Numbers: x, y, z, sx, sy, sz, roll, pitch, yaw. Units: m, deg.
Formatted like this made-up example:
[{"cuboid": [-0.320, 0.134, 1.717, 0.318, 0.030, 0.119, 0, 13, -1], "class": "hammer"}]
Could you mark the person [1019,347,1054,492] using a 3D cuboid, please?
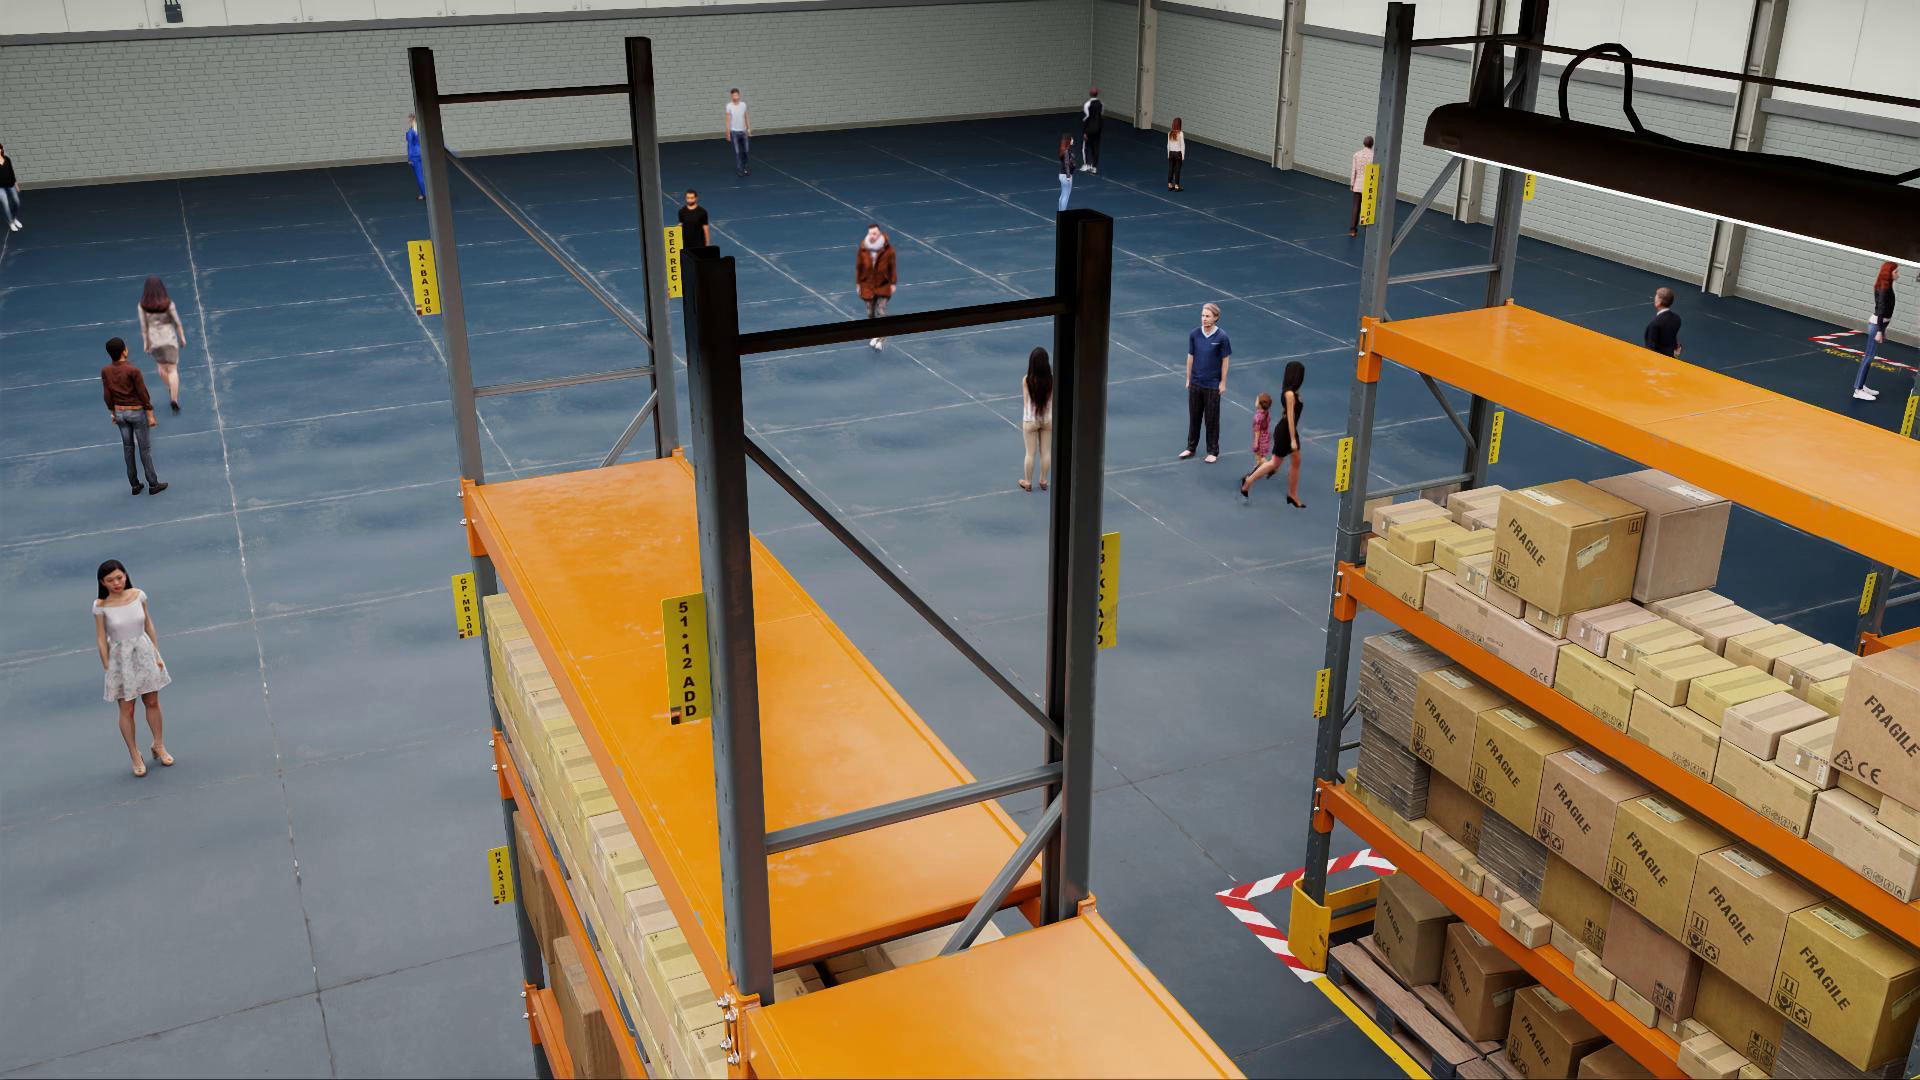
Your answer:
[{"cuboid": [0.869, -1.328, 18.418, 0.624, 1.653, 0.569, -10, 25, -23], "class": "person"}]

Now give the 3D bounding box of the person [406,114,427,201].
[{"cuboid": [-10.724, -7.622, 33.173, 0.842, 1.688, 0.776, 7, 24, 15], "class": "person"}]

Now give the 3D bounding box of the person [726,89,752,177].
[{"cuboid": [-4.728, -8.714, 35.545, 0.739, 1.843, 0.722, -6, 24, -14], "class": "person"}]

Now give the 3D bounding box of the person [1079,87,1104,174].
[{"cuboid": [2.894, -8.818, 35.828, 0.691, 1.812, 0.785, -8, 24, -19], "class": "person"}]

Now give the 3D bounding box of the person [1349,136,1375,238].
[{"cuboid": [7.357, -6.421, 30.196, 0.762, 1.808, 0.835, 9, 25, 21], "class": "person"}]

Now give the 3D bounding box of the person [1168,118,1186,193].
[{"cuboid": [4.422, -7.906, 34.100, 0.562, 1.485, 0.672, 17, 28, 34], "class": "person"}]

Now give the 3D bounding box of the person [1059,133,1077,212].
[{"cuboid": [2.014, -6.874, 31.483, 0.781, 1.634, 0.627, -2, 23, -4], "class": "person"}]

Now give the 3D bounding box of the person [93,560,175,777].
[{"cuboid": [-6.392, 0.975, 12.848, 0.756, 1.774, 0.743, 20, 30, 39], "class": "person"}]

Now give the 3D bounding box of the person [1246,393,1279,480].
[{"cuboid": [3.447, -1.155, 18.828, 0.684, 1.013, 0.573, 17, 28, 34], "class": "person"}]

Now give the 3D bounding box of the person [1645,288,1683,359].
[{"cuboid": [8.502, -2.119, 20.102, 0.688, 1.789, 1.153, -10, 25, -22], "class": "person"}]

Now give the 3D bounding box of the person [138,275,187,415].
[{"cuboid": [-10.027, -2.425, 20.921, 0.750, 1.712, 1.060, -6, 24, -13], "class": "person"}]

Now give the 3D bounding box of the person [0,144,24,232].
[{"cuboid": [-17.643, -6.539, 30.686, 0.690, 1.642, 0.671, 20, 30, 39], "class": "person"}]

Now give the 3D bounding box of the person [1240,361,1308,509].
[{"cuboid": [3.428, -1.108, 17.960, 1.047, 1.605, 0.990, 10, 25, 21], "class": "person"}]

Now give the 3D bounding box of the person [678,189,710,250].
[{"cuboid": [-4.157, -4.600, 25.976, 0.731, 1.758, 0.756, 3, 23, 7], "class": "person"}]

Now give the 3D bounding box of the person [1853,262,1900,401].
[{"cuboid": [11.869, -2.716, 21.512, 0.686, 1.786, 0.663, 16, 28, 33], "class": "person"}]

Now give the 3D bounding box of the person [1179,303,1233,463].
[{"cuboid": [2.859, -1.839, 19.340, 0.685, 1.871, 0.794, 13, 26, 27], "class": "person"}]

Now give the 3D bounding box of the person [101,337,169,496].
[{"cuboid": [-9.149, -1.368, 18.347, 0.719, 1.782, 0.702, 2, 23, 4], "class": "person"}]

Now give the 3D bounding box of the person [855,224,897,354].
[{"cuboid": [-1.180, -3.570, 23.512, 1.060, 1.791, 1.214, 3, 23, 6], "class": "person"}]
